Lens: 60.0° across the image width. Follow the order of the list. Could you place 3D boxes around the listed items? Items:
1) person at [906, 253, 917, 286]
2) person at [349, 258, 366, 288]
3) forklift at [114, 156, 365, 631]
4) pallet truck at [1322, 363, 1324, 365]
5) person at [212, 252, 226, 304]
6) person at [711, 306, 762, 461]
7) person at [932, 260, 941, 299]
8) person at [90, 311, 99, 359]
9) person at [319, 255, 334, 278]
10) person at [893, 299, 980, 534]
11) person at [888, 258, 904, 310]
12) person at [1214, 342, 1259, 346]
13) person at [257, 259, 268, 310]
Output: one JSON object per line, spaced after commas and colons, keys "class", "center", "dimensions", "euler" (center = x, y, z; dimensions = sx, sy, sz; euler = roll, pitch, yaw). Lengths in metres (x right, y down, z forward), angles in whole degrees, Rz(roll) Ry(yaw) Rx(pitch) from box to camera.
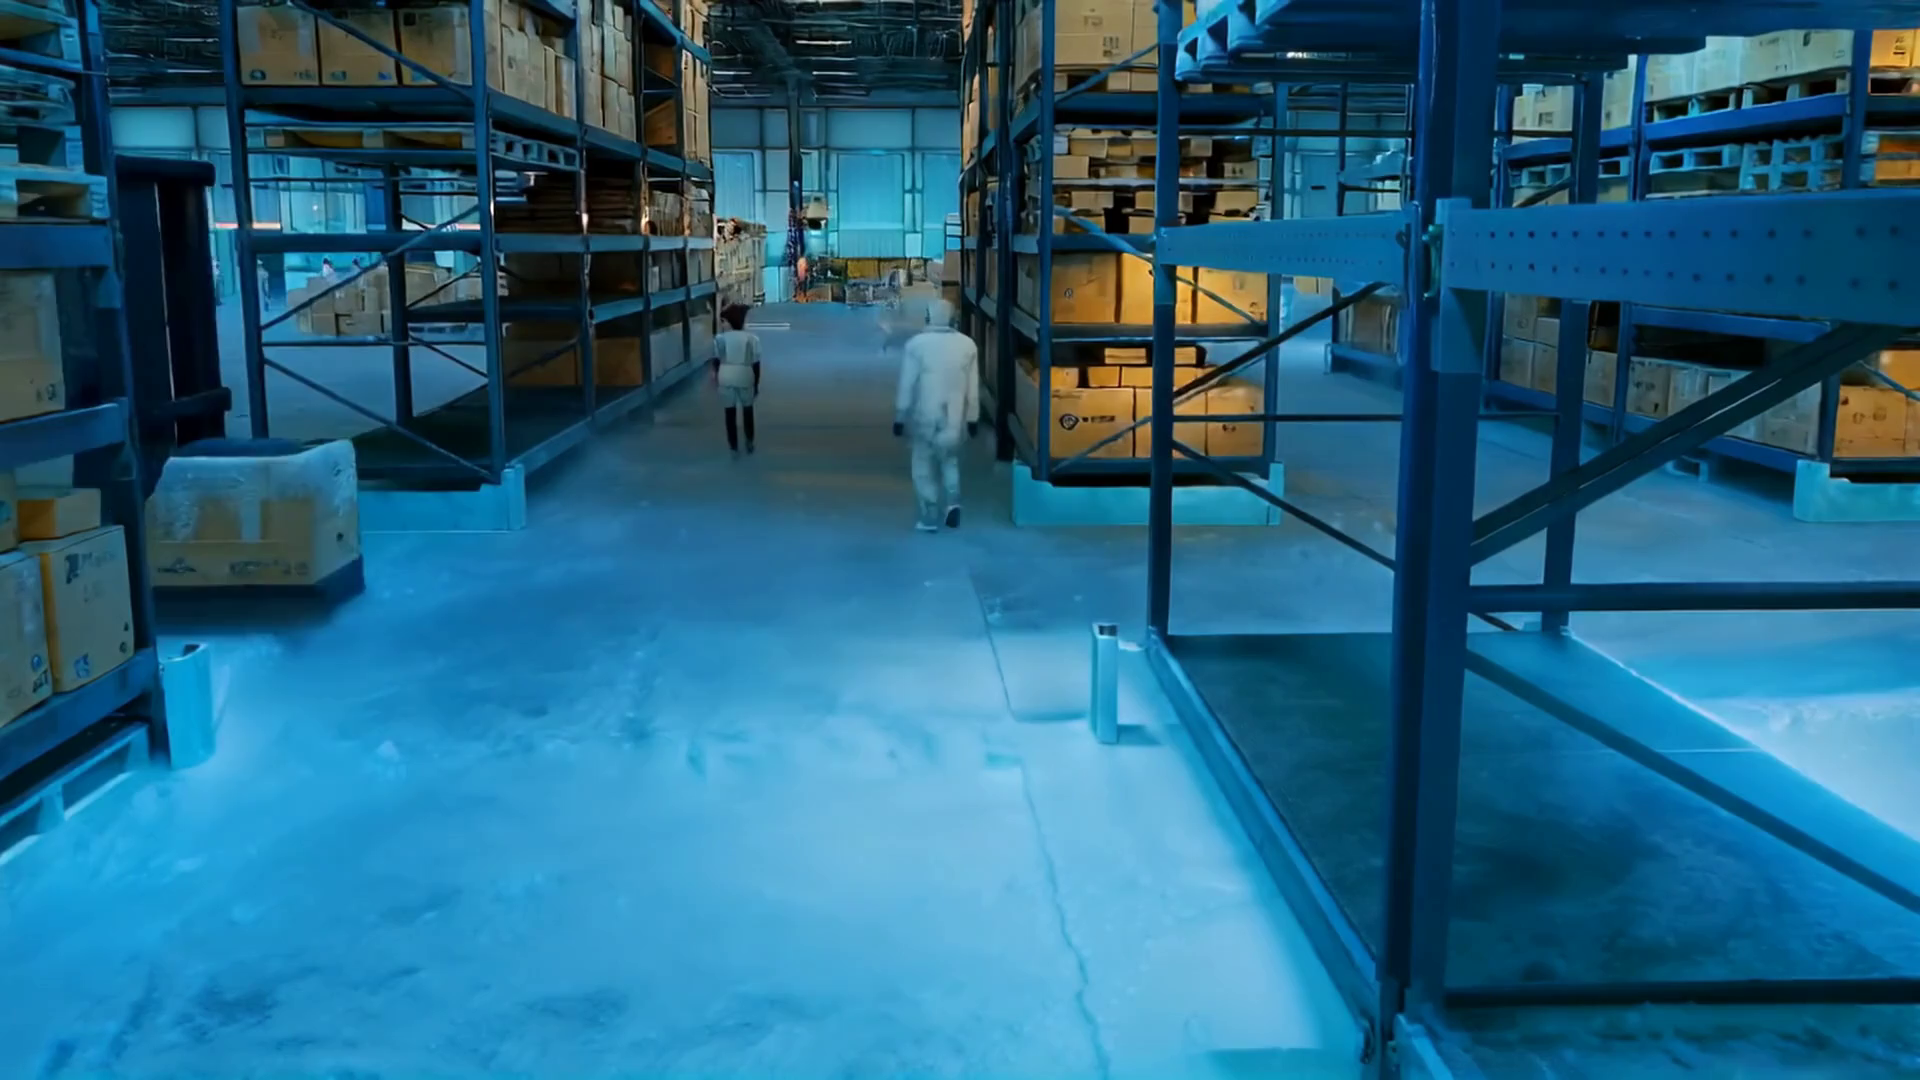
{"class": "person", "center": [-1.784, -10.211, 64.781], "dimensions": [0.935, 1.899, 0.545], "euler": [-7, 12, -35]}
{"class": "person", "center": [-19.899, -8.413, 55.034], "dimensions": [0.977, 1.789, 0.651], "euler": [-10, 14, -44]}
{"class": "forklift", "center": [-4.804, -0.906, 10.165], "dimensions": [1.873, 2.768, 1.129], "euler": [0, 10, -2]}
{"class": "pallet truck", "center": [7.712, -4.157, 30.737], "dimensions": [1.885, 1.965, 0.823], "euler": [3, 11, 16]}
{"class": "person", "center": [-28.023, -9.887, 62.821], "dimensions": [0.364, 1.939, 0.542], "euler": [2, 10, 9]}
{"class": "person", "center": [-2.424, -1.712, 18.079], "dimensions": [0.540, 1.637, 0.904], "euler": [-1, 10, -8]}
{"class": "person", "center": [-0.557, -7.369, 49.165], "dimensions": [0.875, 1.819, 0.520], "euler": [3, 11, 17]}
{"class": "person", "center": [-15.724, -4.179, 30.739], "dimensions": [0.691, 2.000, 0.696], "euler": [4, 11, 20]}
{"class": "person", "center": [-19.195, -7.679, 50.554], "dimensions": [0.585, 1.928, 0.368], "euler": [6, 12, 32]}
{"class": "person", "center": [-0.192, -1.000, 13.462], "dimensions": [0.681, 1.883, 0.453], "euler": [-4, 11, -23]}
{"class": "person", "center": [-1.679, -6.796, 45.732], "dimensions": [0.557, 1.889, 0.961], "euler": [9, 14, 41]}
{"class": "person", "center": [6.217, -5.319, 37.455], "dimensions": [1.019, 1.914, 0.623], "euler": [5, 11, 26]}
{"class": "person", "center": [-24.183, -8.829, 57.478], "dimensions": [0.491, 1.741, 0.323], "euler": [2, 10, 12]}
